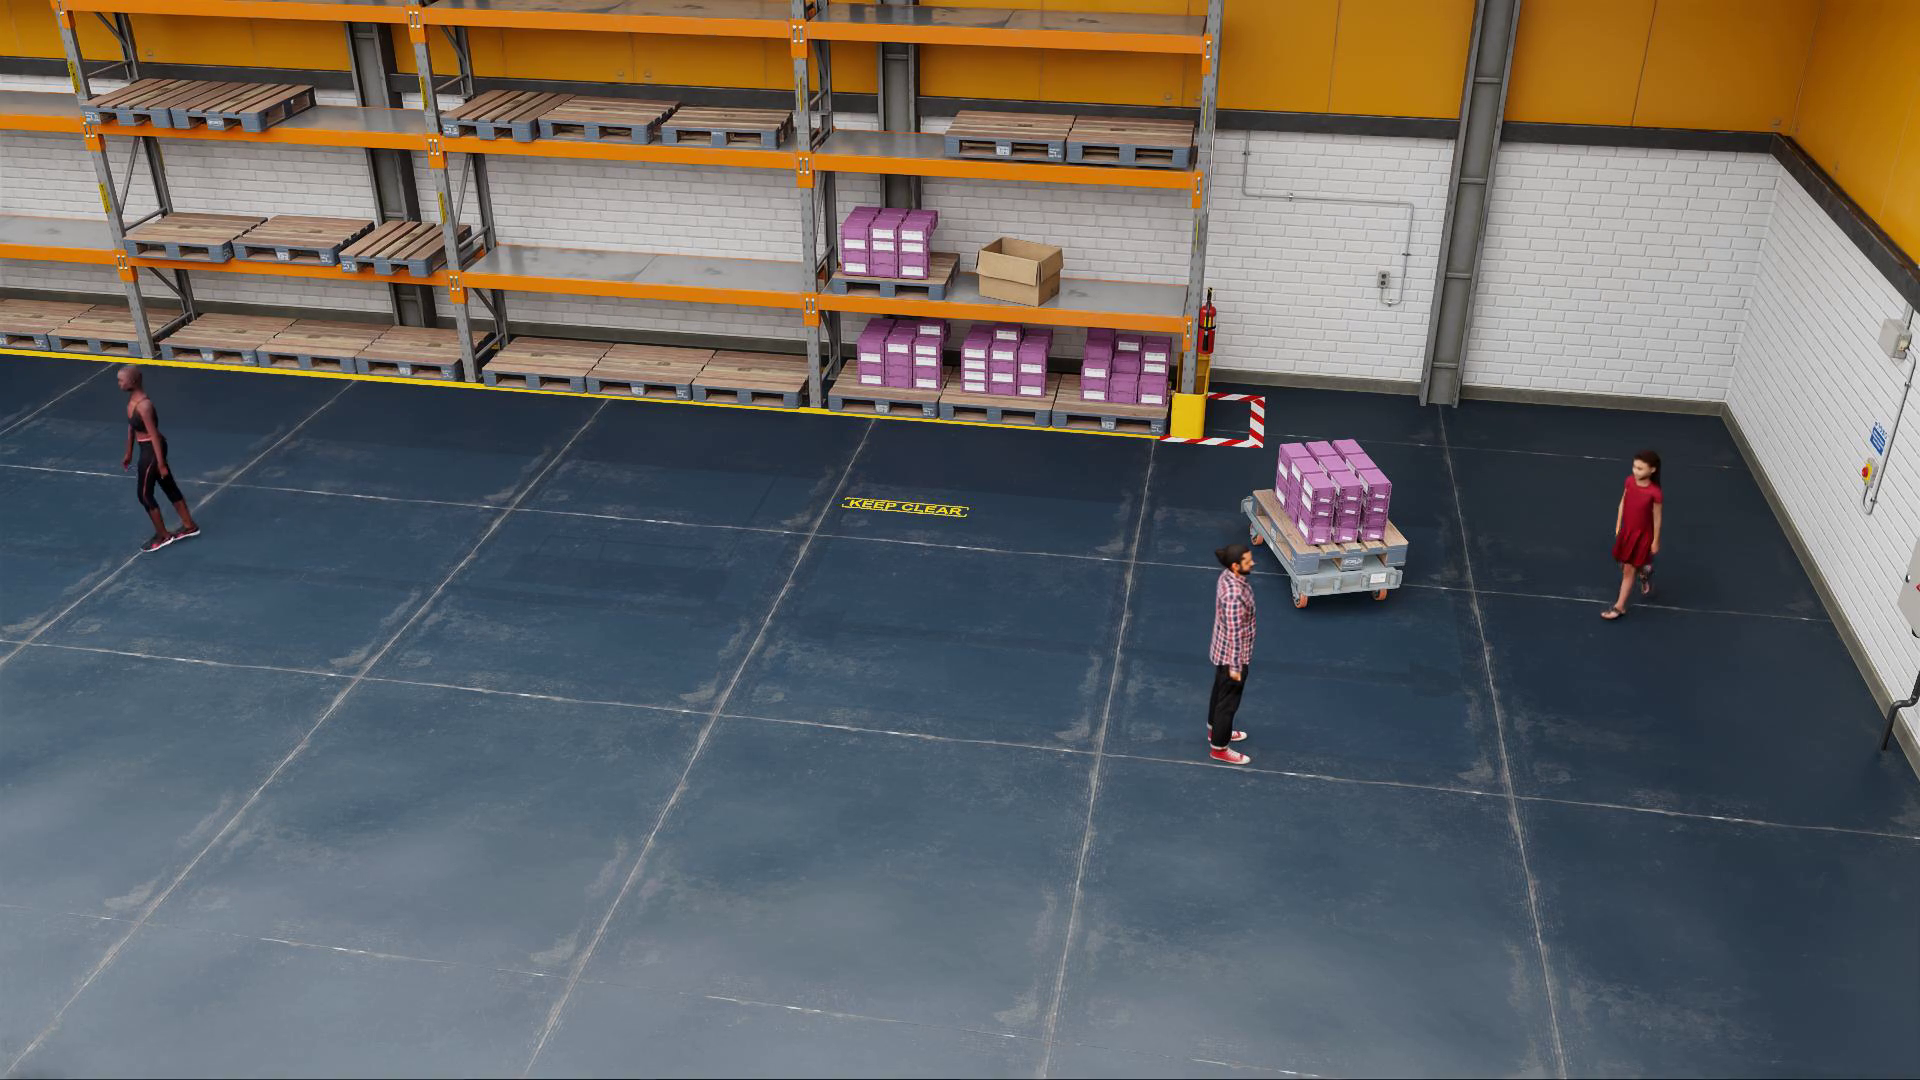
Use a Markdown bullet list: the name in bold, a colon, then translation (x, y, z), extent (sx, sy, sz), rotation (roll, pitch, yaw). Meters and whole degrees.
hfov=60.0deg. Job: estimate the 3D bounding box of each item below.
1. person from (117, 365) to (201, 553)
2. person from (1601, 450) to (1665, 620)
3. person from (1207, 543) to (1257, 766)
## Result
- **person**: translation (-7.219, -0.791, 15.108), extent (0.879, 1.740, 0.818), rotation (-19, 34, -31)
- **person**: translation (5.767, -0.081, 14.025), extent (0.994, 1.530, 0.910), rotation (-18, 33, -30)
- **person**: translation (1.989, 0.801, 12.168), extent (0.645, 1.761, 0.716), rotation (1, 29, 2)
